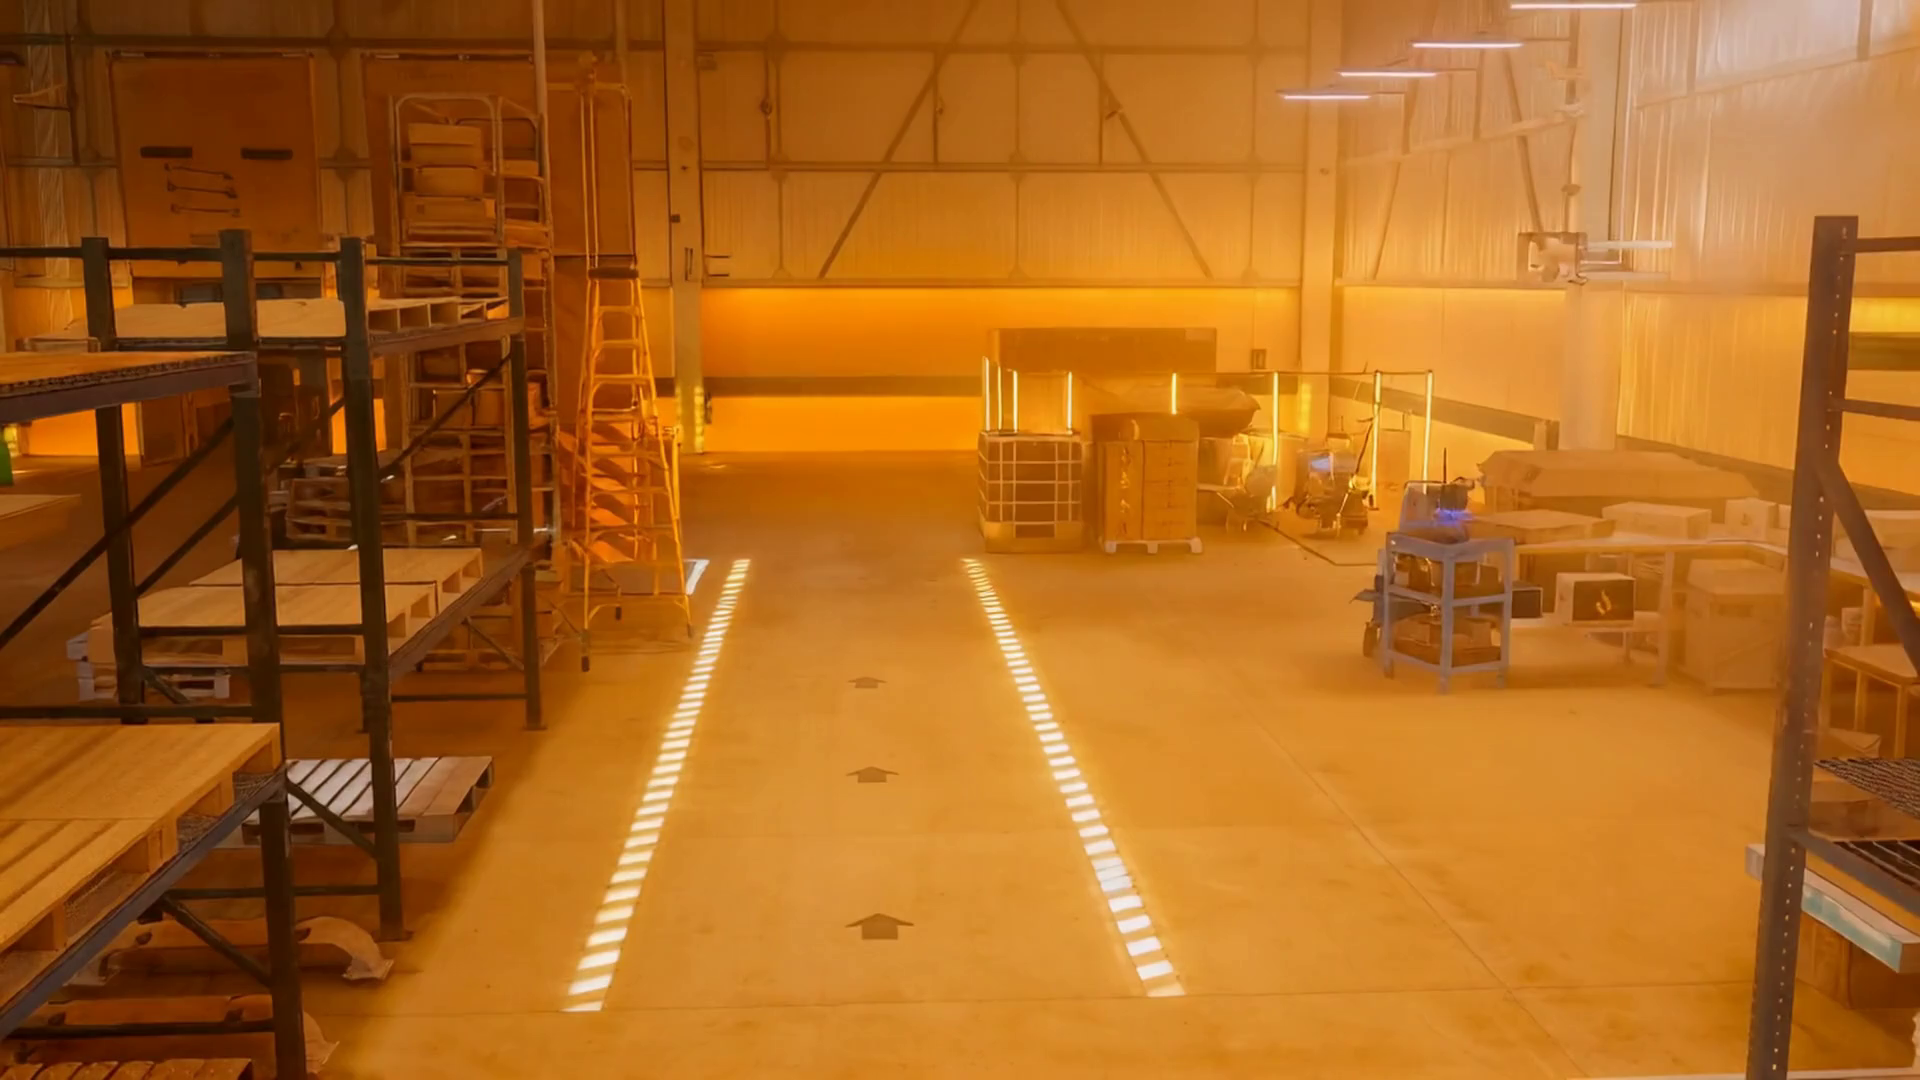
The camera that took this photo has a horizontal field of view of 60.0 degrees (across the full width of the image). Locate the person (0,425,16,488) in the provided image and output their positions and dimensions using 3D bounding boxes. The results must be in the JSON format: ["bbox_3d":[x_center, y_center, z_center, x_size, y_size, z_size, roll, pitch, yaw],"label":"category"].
[{"bbox_3d":[-13.136,-1.672,22.614,0.389,1.930,0.544,-8,12,-42],"label":"person"}]

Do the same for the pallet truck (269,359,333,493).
[{"bbox_3d":[-7.062,-1.131,18.996,1.885,1.965,0.823,2,9,13],"label":"pallet truck"}]
